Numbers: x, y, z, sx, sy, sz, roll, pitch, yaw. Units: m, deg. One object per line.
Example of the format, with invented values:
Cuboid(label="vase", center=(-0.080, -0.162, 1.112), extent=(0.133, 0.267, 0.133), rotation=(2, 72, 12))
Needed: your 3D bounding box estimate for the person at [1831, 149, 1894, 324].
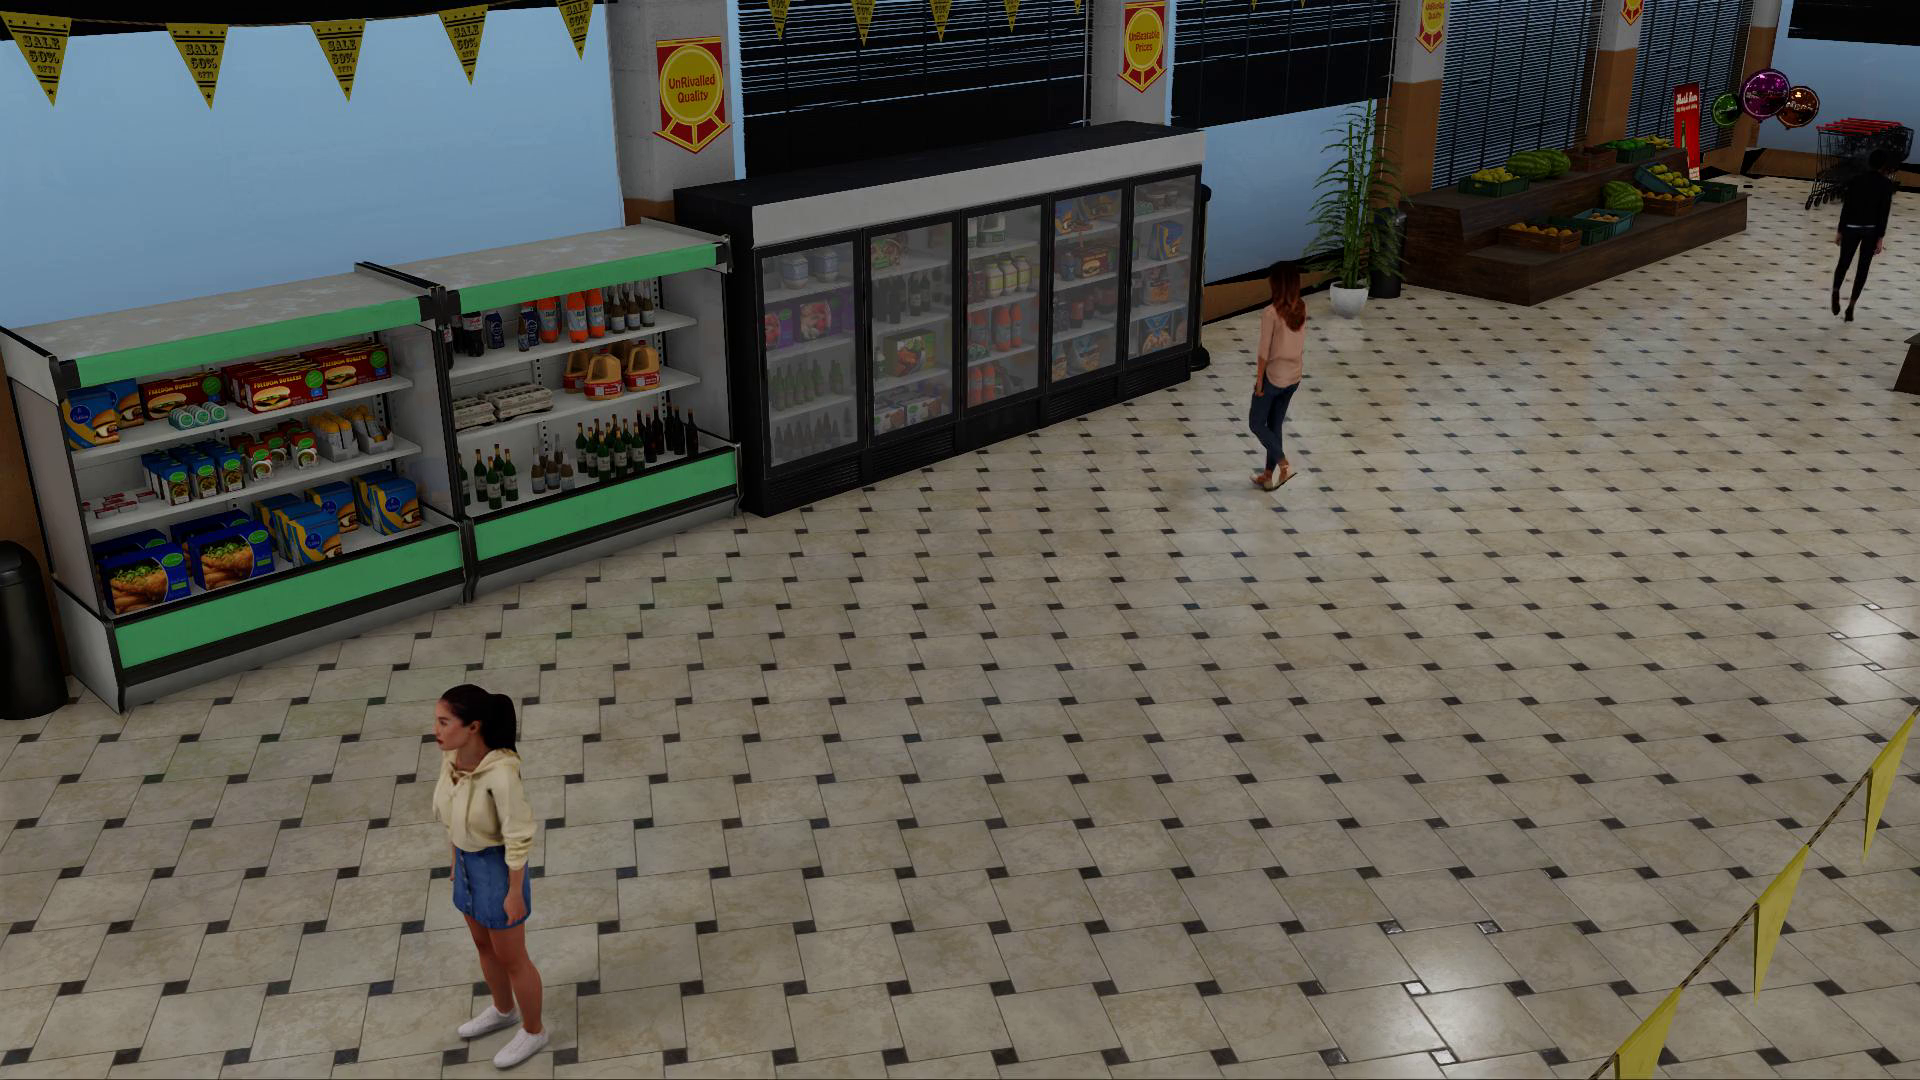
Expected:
Cuboid(label="person", center=(9.236, -3.078, 17.102), extent=(0.678, 1.813, 1.001), rotation=(16, 27, 35))

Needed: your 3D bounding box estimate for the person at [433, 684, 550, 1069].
Cuboid(label="person", center=(-1.825, 1.290, 6.475), extent=(0.639, 1.630, 0.523), rotation=(20, 29, 40))

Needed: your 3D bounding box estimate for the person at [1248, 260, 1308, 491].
Cuboid(label="person", center=(2.432, -1.181, 12.427), extent=(0.810, 1.779, 0.784), rotation=(-12, 25, -26))
